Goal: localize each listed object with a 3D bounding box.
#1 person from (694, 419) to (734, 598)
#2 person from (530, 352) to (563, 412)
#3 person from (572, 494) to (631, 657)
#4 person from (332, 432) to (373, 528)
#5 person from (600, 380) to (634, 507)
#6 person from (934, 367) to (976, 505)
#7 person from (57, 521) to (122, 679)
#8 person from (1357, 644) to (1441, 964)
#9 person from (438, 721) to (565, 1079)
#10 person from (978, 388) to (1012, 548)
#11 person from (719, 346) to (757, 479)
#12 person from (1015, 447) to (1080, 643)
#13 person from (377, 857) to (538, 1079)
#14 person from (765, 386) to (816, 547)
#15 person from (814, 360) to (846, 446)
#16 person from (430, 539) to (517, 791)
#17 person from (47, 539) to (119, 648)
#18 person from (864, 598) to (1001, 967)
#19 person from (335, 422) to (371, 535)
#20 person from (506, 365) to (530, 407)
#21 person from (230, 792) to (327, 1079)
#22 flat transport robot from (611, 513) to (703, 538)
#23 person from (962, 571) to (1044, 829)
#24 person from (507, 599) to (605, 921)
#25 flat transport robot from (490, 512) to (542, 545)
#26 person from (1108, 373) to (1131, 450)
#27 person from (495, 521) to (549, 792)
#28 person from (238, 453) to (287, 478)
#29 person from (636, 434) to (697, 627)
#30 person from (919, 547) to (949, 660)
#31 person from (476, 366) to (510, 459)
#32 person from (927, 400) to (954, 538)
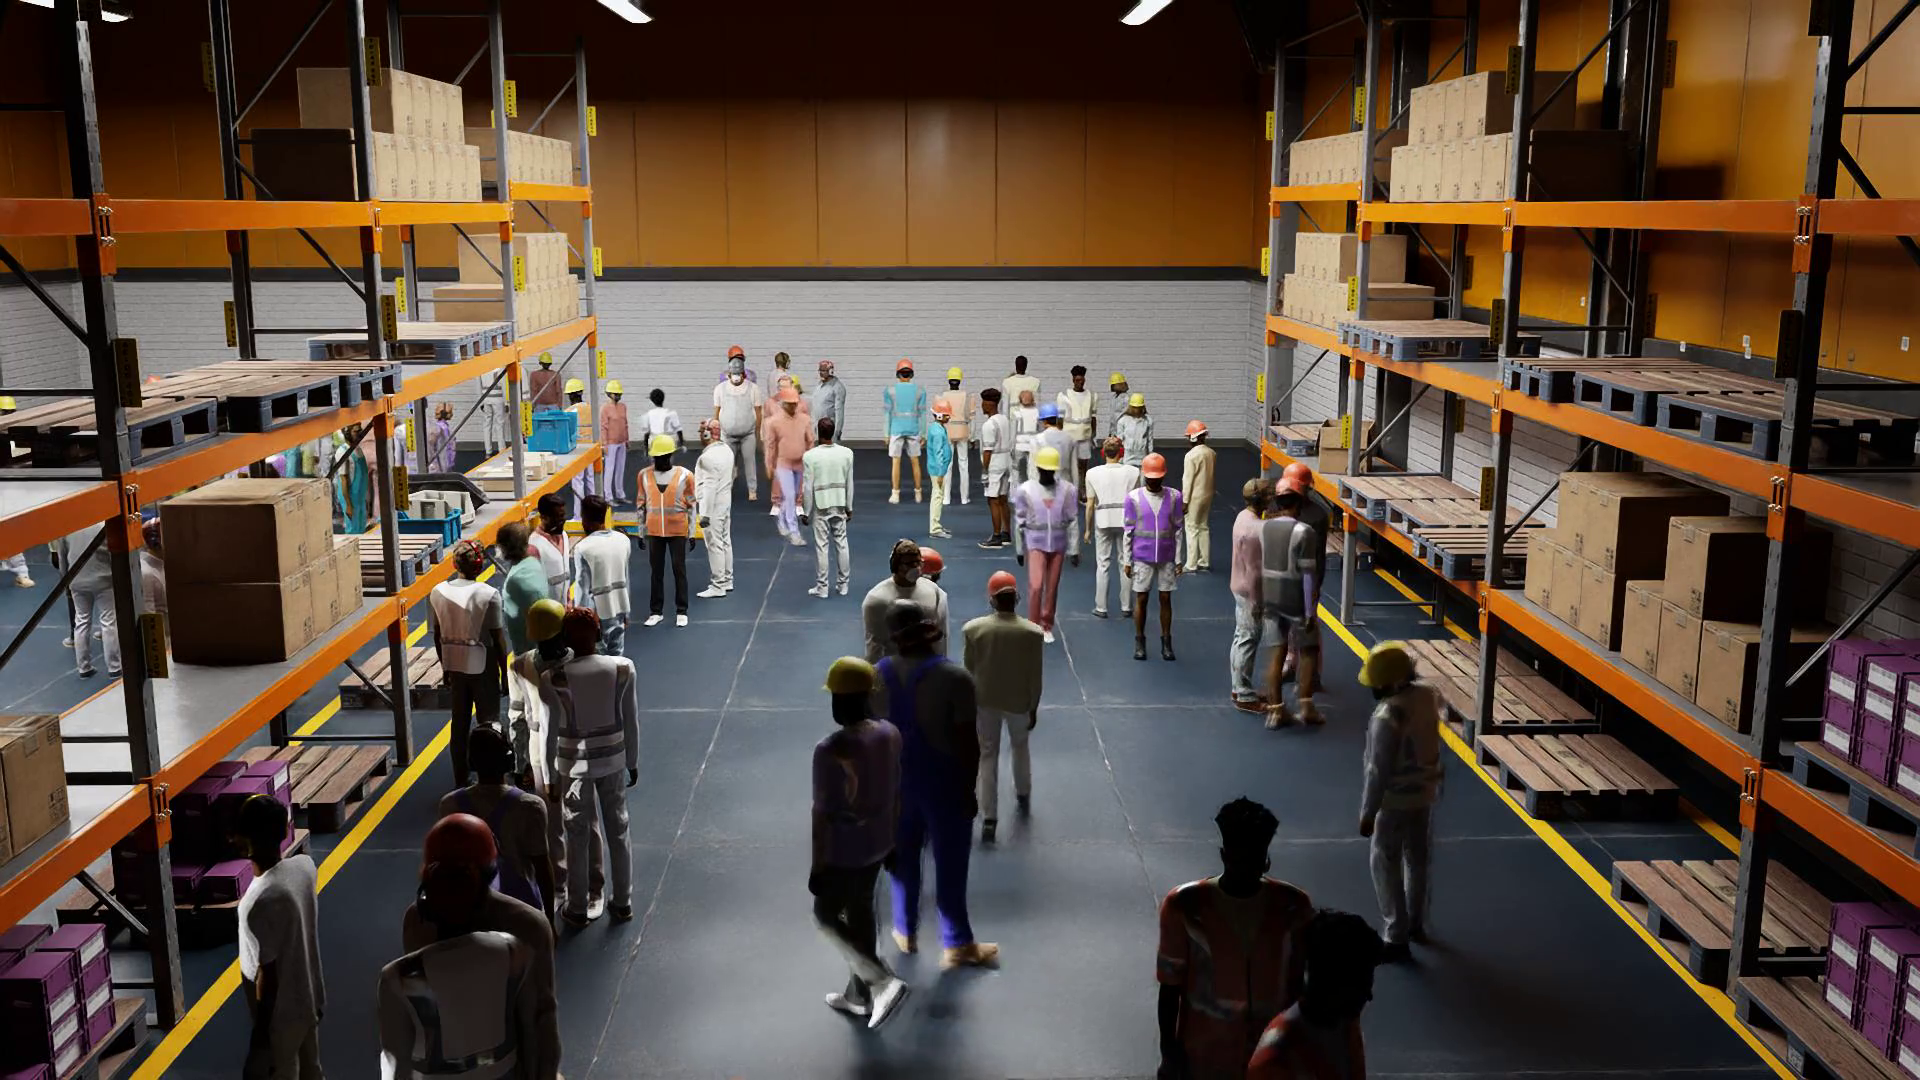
[{"bbox_3d":[-2.634,-0.342,17.687,0.403,1.906,0.651,2,11,11],"label":"person"},{"bbox_3d":[-6.858,-2.247,27.616,0.526,1.761,0.344,-4,12,-20],"label":"person"},{"bbox_3d":[-2.784,0.593,13.001,0.405,1.909,0.597,6,13,27],"label":"person"},{"bbox_3d":[-7.861,-0.991,21.519,0.561,1.678,0.524,-11,16,-43],"label":"person"},{"bbox_3d":[-4.768,-1.338,23.060,0.330,1.760,0.518,6,13,28],"label":"person"},{"bbox_3d":[-0.075,-1.439,23.131,0.594,1.926,0.366,-1,11,-6],"label":"person"},{"bbox_3d":[-7.586,0.357,14.588,0.566,1.744,0.350,0,11,-1],"label":"person"},{"bbox_3d":[2.447,1.412,9.226,0.406,1.783,0.684,10,15,42],"label":"person"},{"bbox_3d":[-2.075,1.711,7.543,0.506,1.847,0.345,1,11,4],"label":"person"},{"bbox_3d":[0.419,-0.876,20.249,0.378,1.960,0.607,5,13,25],"label":"person"},{"bbox_3d":[-3.405,-1.956,25.478,0.604,2.034,0.418,-7,13,-31],"label":"person"},{"bbox_3d":[0.830,0.077,15.600,0.591,1.901,0.719,-1,11,-7],"label":"person"},{"bbox_3d":[-1.755,2.021,5.920,0.584,1.879,0.347,-8,14,-35],"label":"person"},{"bbox_3d":[-2.119,-0.948,20.626,0.612,1.957,0.985,-7,13,-31],"label":"person"},{"bbox_3d":[-1.953,-1.701,24.528,0.401,1.900,0.643,-9,14,-38],"label":"person"},{"bbox_3d":[-3.388,0.911,11.554,0.565,1.846,0.390,4,12,18],"label":"person"},{"bbox_3d":[-8.279,0.030,15.631,0.407,1.986,0.617,7,13,32],"label":"person"},{"bbox_3d":[-0.135,1.286,9.185,0.845,2.000,0.560,6,13,26],"label":"person"},{"bbox_3d":[-6.623,-0.421,18.235,0.345,1.846,0.507,0,11,0],"label":"person"},{"bbox_3d":[-7.082,-2.121,26.696,0.366,1.873,0.579,2,11,8],"label":"person"},{"bbox_3d":[-2.685,1.893,6.582,0.323,1.865,0.518,1,11,4],"label":"person"},{"bbox_3d":[-3.907,-0.196,21.066,1.431,0.197,0.652,1,11,6],"label":"flat transport robot"},{"bbox_3d":[0.278,1.057,11.200,0.562,1.705,0.878,1,11,4],"label":"person"},{"bbox_3d":[-2.316,1.264,9.630,0.588,1.912,0.396,0,11,2],"label":"person"},{"bbox_3d":[-5.729,-0.168,20.928,0.652,0.197,1.431,0,11,-1],"label":"flat transport robot"},{"bbox_3d":[2.319,-1.584,24.352,0.325,1.734,0.490,-6,13,-28],"label":"person"},{"bbox_3d":[-3.082,0.824,11.845,0.393,1.922,0.664,-2,11,-10],"label":"person"},{"bbox_3d":[-7.435,-0.317,17.613,0.604,1.892,0.776,4,12,19],"label":"person"},{"bbox_3d":[-2.890,-0.090,16.373,0.594,1.922,0.376,1,11,5],"label":"person"},{"bbox_3d":[-0.242,0.910,11.782,0.321,1.755,0.563,1,11,5],"label":"person"},{"bbox_3d":[-7.677,-2.268,27.401,0.574,1.884,0.356,4,12,18],"label":"person"},{"bbox_3d":[-0.243,-0.894,20.872,0.349,1.740,0.575,-1,11,-4],"label":"person"}]
